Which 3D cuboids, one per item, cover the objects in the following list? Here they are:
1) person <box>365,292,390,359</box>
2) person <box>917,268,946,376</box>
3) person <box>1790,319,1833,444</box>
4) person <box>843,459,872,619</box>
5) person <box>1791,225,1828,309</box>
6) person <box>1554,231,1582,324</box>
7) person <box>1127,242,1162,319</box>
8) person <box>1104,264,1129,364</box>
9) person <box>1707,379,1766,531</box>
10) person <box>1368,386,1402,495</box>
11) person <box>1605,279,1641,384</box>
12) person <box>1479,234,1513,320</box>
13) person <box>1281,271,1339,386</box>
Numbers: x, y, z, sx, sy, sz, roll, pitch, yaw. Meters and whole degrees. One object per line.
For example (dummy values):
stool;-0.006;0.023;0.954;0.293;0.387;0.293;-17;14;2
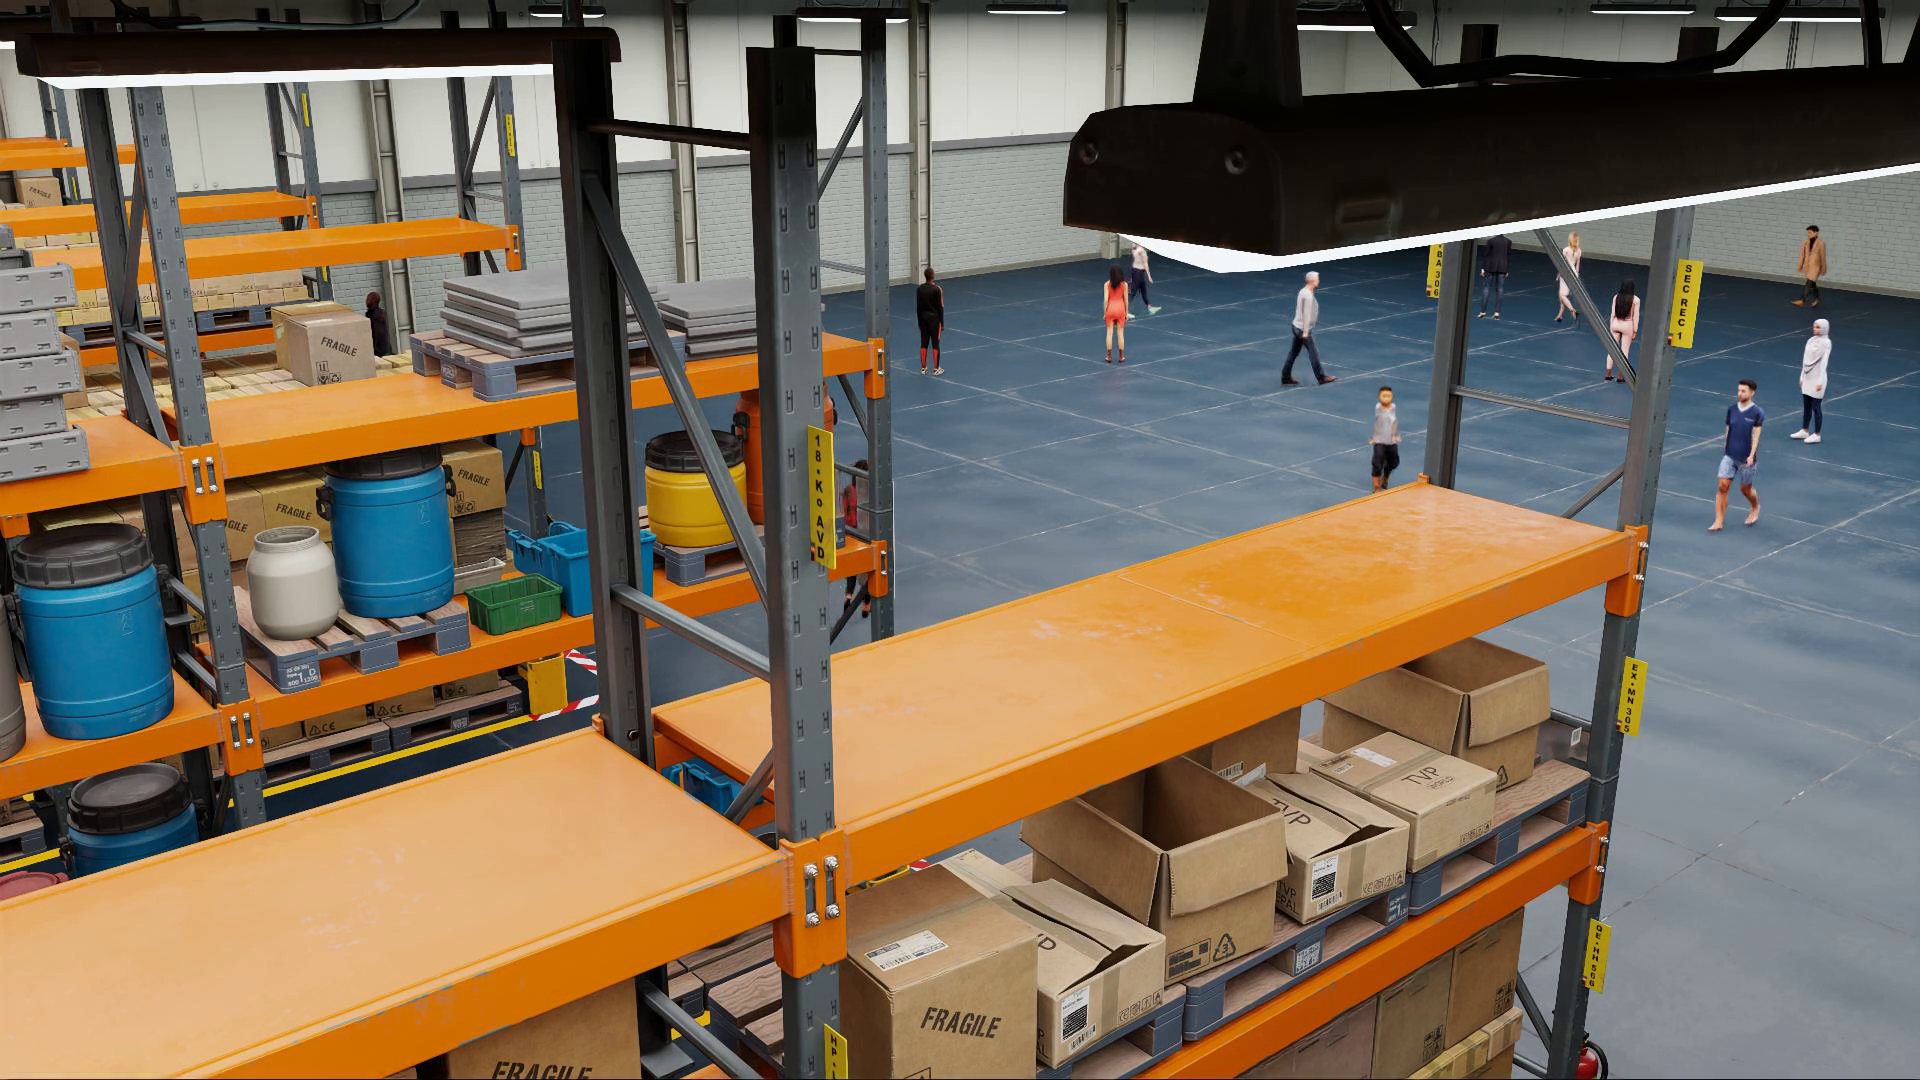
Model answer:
person;-8.987;-2.945;25.769;0.732;1.825;0.773;-7;19;-19
person;-0.504;-3.706;28.136;0.706;1.808;0.701;7;19;20
person;12.264;-2.289;23.842;0.716;1.772;0.702;-4;18;-11
person;-1.021;0.022;16.875;0.813;1.691;0.917;7;19;21
person;17.603;-5.608;34.174;1.215;1.684;0.889;-10;21;-28
person;11.819;-5.037;32.236;1.059;1.798;0.909;-5;19;-14
person;3.435;-5.196;32.946;1.194;1.661;0.919;-5;19;-14
person;2.721;-3.968;29.081;0.657;1.720;0.728;0;18;1
person;9.350;-1.006;19.820;1.080;1.822;0.629;-13;22;-35
person;5.462;-1.344;21.459;0.726;1.451;0.804;-2;18;-5
person;10.979;-3.474;27.568;0.632;1.718;0.539;17;24;41
person;9.608;-4.865;29.924;0.823;1.781;0.780;3;18;10
person;5.529;-3.423;27.169;1.273;1.869;1.171;-1;18;-2
